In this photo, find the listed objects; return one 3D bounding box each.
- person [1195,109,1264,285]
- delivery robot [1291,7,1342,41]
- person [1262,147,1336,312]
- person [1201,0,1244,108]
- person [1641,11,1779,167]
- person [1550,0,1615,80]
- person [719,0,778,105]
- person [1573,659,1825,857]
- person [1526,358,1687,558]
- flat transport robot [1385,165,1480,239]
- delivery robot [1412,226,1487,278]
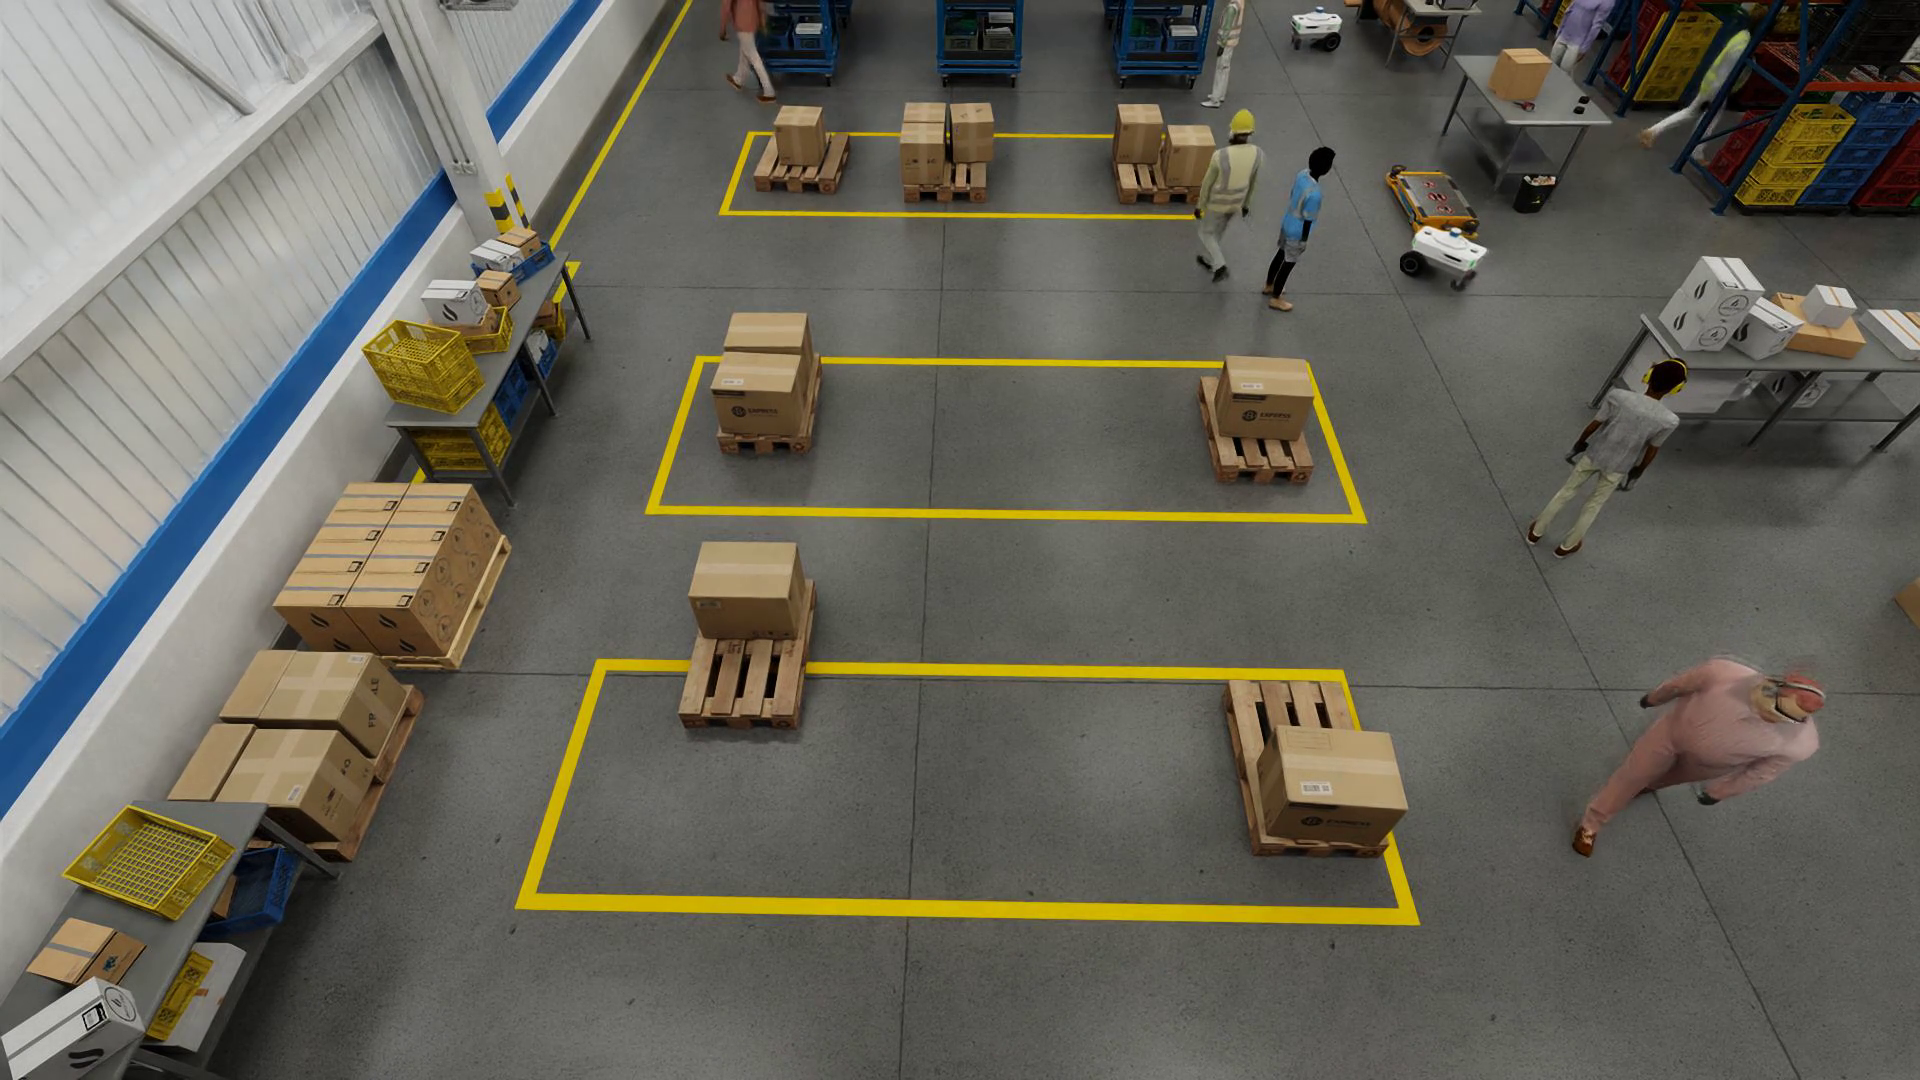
[{"bbox_3d":[2.779,-3.524,9.556,0.605,1.805,0.617,-16,51,-13],"label":"person"},{"bbox_3d":[5.489,-7.955,14.154,0.707,0.478,0.477,-4,49,-4],"label":"delivery robot"},{"bbox_3d":[3.432,-3.157,9.309,0.317,1.696,0.540,0,49,0],"label":"person"},{"bbox_3d":[3.638,-6.784,12.493,0.321,1.631,0.526,18,52,15],"label":"person"},{"bbox_3d":[9.325,-5.600,11.353,0.866,1.813,0.658,25,54,20],"label":"person"},{"bbox_3d":[8.120,-6.611,12.148,0.358,1.931,0.629,-10,50,-8],"label":"person"},{"bbox_3d":[-2.994,-7.024,12.498,0.997,1.931,0.616,21,52,17],"label":"person"},{"bbox_3d":[4.317,1.239,5.417,0.985,1.836,0.709,-29,55,-23],"label":"person"},{"bbox_3d":[4.924,-0.601,6.990,0.328,1.865,0.521,-35,58,-27],"label":"person"},{"bbox_3d":[5.692,-4.094,11.059,0.652,0.197,1.431,1,49,1],"label":"flat transport robot"},{"bbox_3d":[5.325,-3.166,10.009,0.707,0.478,0.477,36,58,27],"label":"delivery robot"}]
